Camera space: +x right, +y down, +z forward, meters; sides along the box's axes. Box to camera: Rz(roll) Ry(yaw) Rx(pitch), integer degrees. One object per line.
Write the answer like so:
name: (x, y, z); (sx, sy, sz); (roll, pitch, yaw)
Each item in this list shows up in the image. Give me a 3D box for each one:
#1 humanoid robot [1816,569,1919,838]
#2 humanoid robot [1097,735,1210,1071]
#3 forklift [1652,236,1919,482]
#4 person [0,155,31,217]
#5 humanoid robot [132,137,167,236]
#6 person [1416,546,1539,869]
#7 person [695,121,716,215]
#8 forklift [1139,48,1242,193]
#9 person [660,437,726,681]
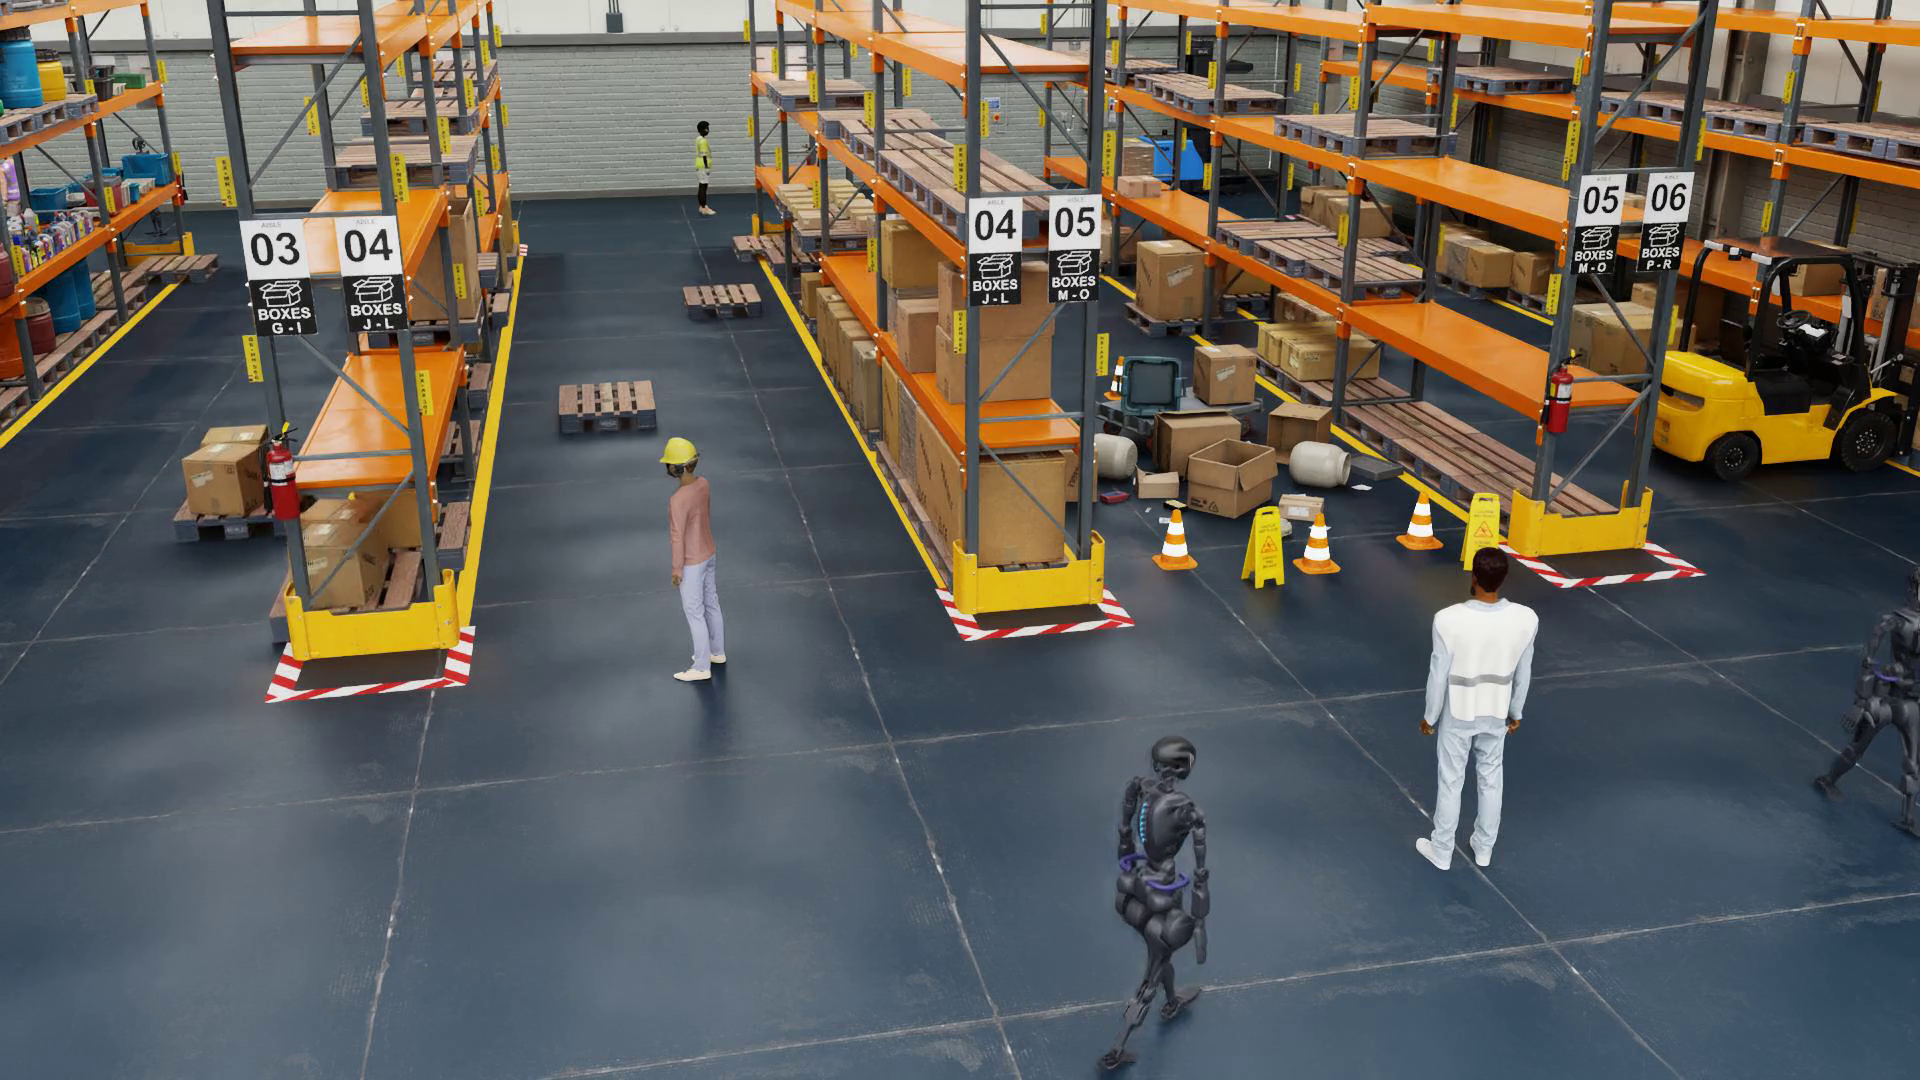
humanoid robot: (5.508, 0.913, 9.791); (0.614, 1.622, 0.780); (-3, 21, -9)
humanoid robot: (0.923, 1.668, 7.755); (0.779, 1.623, 0.610); (-15, 25, -34)
forklift: (8.013, -1.814, 16.330); (2.313, 2.155, 1.214); (-4, 21, -12)
person: (-15.347, -5.544, 27.095); (0.349, 1.688, 0.489); (11, 23, 27)
humanoid robot: (-13.901, -6.052, 28.456); (0.315, 1.657, 0.599); (-17, 26, -38)
person: (2.869, 0.951, 9.276); (0.590, 1.919, 0.391); (-2, 20, -6)
person: (-4.707, -6.843, 30.582); (0.320, 1.692, 0.531); (-6, 21, -16)
forklift: (4.566, -8.313, 32.860); (1.873, 2.768, 1.129); (-4, 21, -12)
person: (-1.906, 0.128, 11.725); (0.348, 1.759, 0.521); (5, 21, 14)
